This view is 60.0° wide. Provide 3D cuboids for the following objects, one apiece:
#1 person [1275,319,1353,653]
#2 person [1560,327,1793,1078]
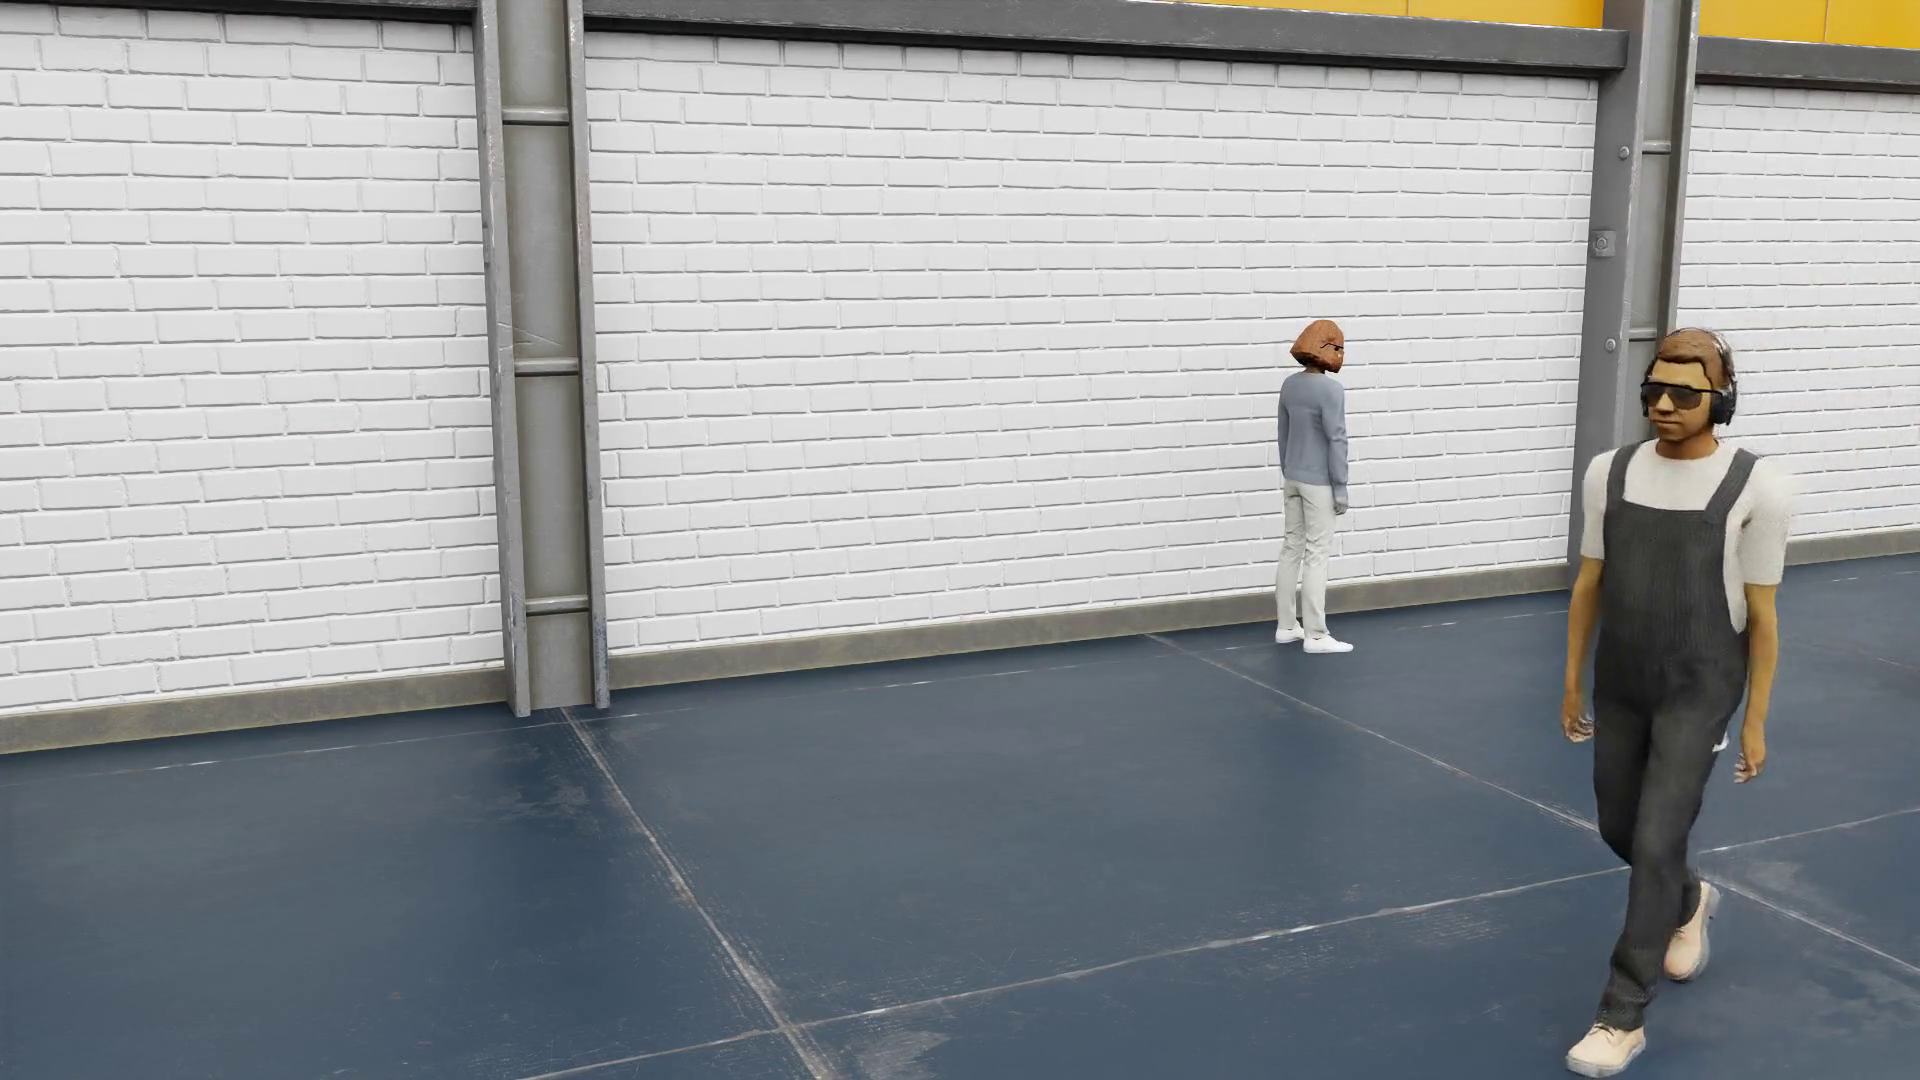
[{"bbox_3d":[1.742,-0.266,8.188,0.282,1.633,0.498,-4,11,-22],"label":"person"},{"bbox_3d":[1.797,0.371,4.194,0.807,1.821,0.510,-9,14,-41],"label":"person"}]
